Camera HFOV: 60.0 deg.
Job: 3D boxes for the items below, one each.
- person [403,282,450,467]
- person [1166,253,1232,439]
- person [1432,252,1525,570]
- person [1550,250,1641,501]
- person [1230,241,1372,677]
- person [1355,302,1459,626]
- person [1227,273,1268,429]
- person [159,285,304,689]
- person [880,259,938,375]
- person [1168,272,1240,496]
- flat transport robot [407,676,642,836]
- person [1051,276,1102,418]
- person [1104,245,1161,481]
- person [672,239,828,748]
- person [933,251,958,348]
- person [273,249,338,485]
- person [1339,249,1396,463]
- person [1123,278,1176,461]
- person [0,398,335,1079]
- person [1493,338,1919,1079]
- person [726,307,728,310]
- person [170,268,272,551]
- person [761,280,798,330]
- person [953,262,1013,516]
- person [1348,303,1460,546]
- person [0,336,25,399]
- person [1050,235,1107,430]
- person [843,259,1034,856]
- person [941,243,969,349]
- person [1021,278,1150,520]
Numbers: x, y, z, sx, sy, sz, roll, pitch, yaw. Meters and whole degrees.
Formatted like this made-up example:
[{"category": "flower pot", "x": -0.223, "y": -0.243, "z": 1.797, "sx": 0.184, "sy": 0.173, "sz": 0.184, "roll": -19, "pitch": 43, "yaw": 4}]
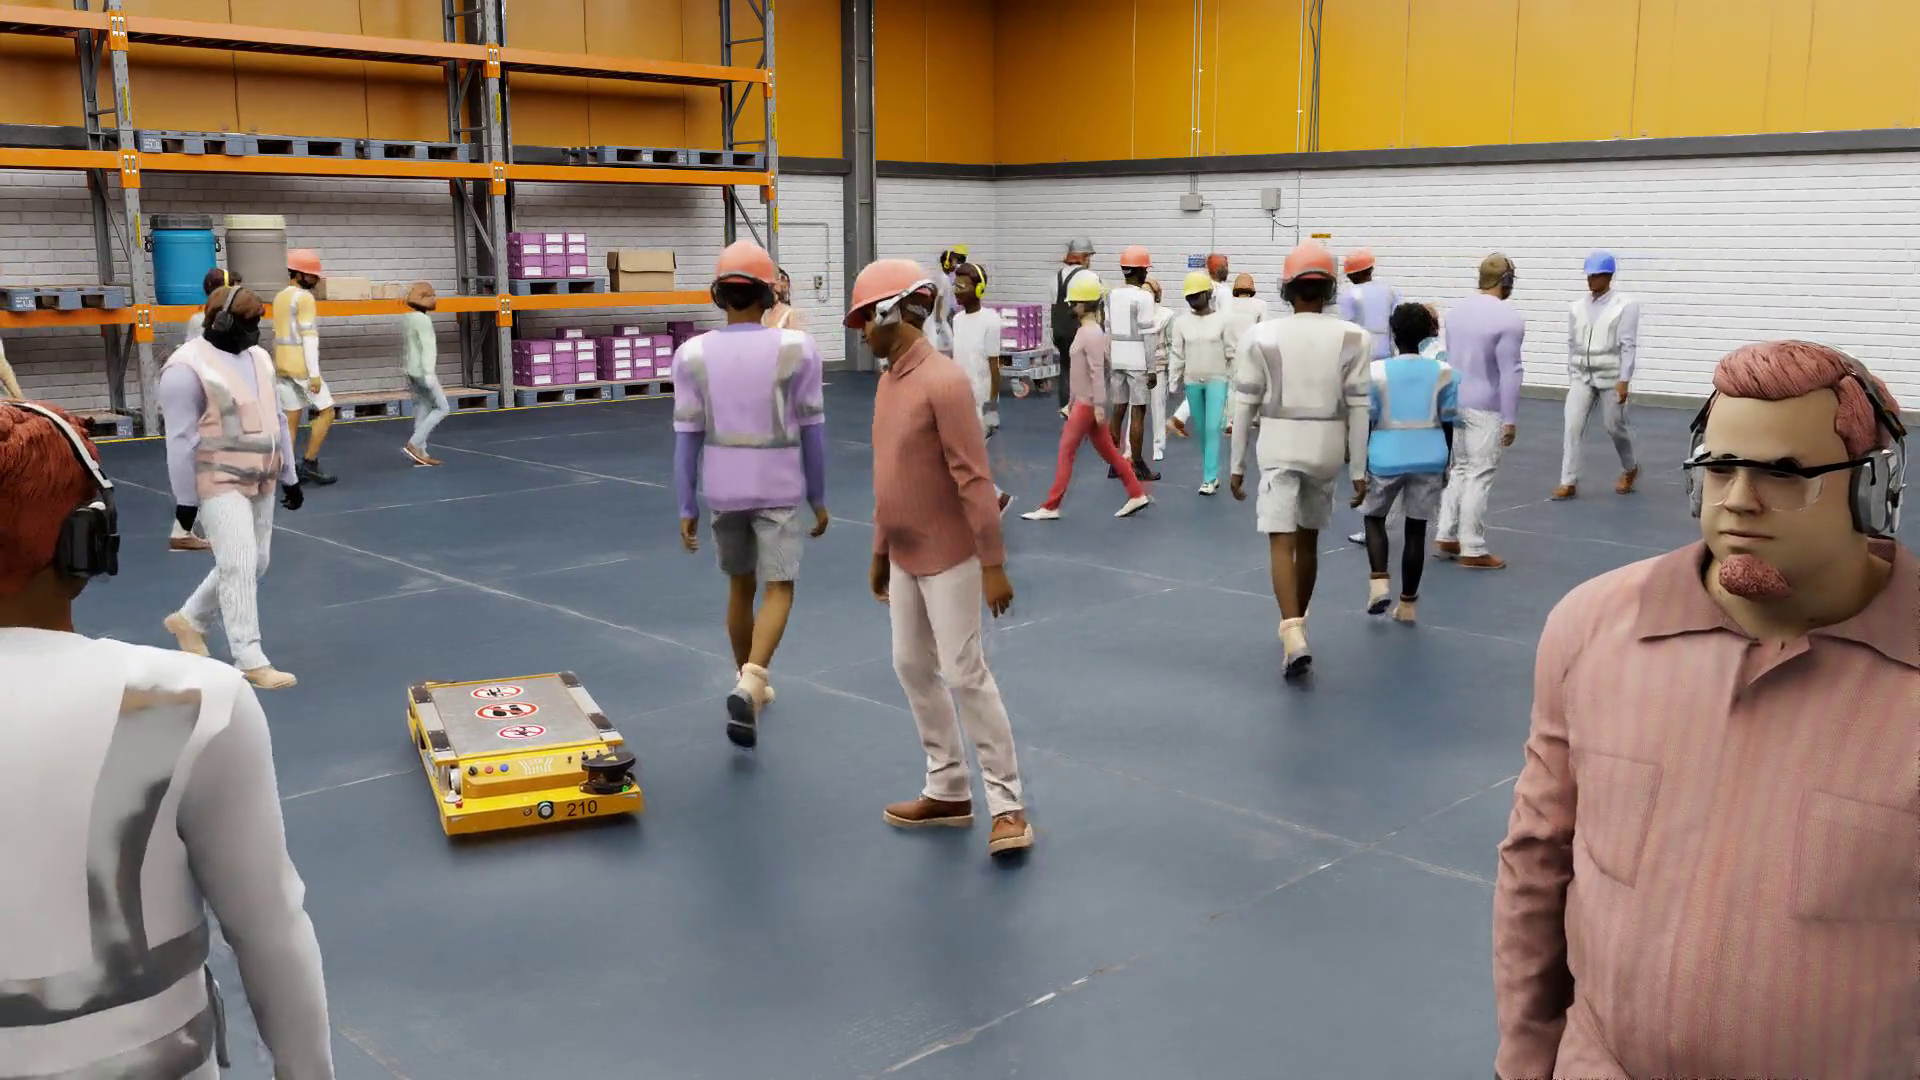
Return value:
[{"category": "person", "x": -4.654, "y": -1.435, "z": 14.507, "sx": 0.347, "sy": 1.616, "sz": 0.522, "roll": -6, "pitch": 12, "yaw": -29}, {"category": "person", "x": 2.454, "y": -1.923, "z": 16.545, "sx": 0.917, "sy": 1.853, "sz": 0.580, "roll": -4, "pitch": 11, "yaw": -22}, {"category": "person", "x": 3.177, "y": -0.781, "z": 10.156, "sx": 0.432, "sy": 1.921, "sz": 0.637, "roll": -5, "pitch": 11, "yaw": -23}, {"category": "person", "x": 4.962, "y": -1.267, "z": 12.803, "sx": 0.920, "sy": 1.917, "sz": 0.600, "roll": -9, "pitch": 14, "yaw": -40}, {"category": "person", "x": 1.589, "y": -0.383, "z": 7.757, "sx": 0.624, "sy": 2.009, "sz": 0.993, "roll": 0, "pitch": 10, "yaw": 3}, {"category": "person", "x": 2.314, "y": -0.392, "z": 8.647, "sx": 0.538, "sy": 1.679, "sz": 0.373, "roll": 1, "pitch": 10, "yaw": 6}, {"category": "person", "x": 2.969, "y": -1.979, "z": 17.448, "sx": 0.498, "sy": 1.633, "sz": 0.283, "roll": 1, "pitch": 10, "yaw": 5}, {"category": "person", "x": -3.373, "y": -0.248, "z": 7.554, "sx": 0.736, "sy": 1.815, "sz": 0.643, "roll": 2, "pitch": 11, "yaw": 11}, {"category": "person", "x": -0.510, "y": -1.726, "z": 15.604, "sx": 0.596, "sy": 1.809, "sz": 0.817, "roll": 7, "pitch": 13, "yaw": 35}, {"category": "person", "x": 1.868, "y": -1.199, "z": 12.916, "sx": 0.544, "sy": 1.720, "sz": 0.832, "roll": 5, "pitch": 12, "yaw": 26}, {"category": "flat transport robot", "x": -1.680, "y": 0.754, "z": 6.261, "sx": 0.652, "sy": 0.197, "sz": 1.431, "roll": -4, "pitch": 11, "yaw": -23}, {"category": "person", "x": 1.295, "y": -2.300, "z": 18.420, "sx": 0.594, "sy": 1.919, "sz": 0.388, "roll": 4, "pitch": 11, "yaw": 21}, {"category": "person", "x": 1.430, "y": -1.453, "z": 13.748, "sx": 0.356, "sy": 1.938, "sz": 0.545, "roll": -8, "pitch": 13, "yaw": -38}, {"category": "person", "x": -0.854, "y": -0.187, "z": 6.665, "sx": 0.604, "sy": 2.019, "sz": 0.921, "roll": 2, "pitch": 11, "yaw": 9}, {"category": "person", "x": -0.224, "y": -2.984, "z": 22.466, "sx": 0.988, "sy": 1.801, "sz": 0.654, "roll": -1, "pitch": 10, "yaw": -8}, {"category": "person", "x": -5.253, "y": -1.365, "z": 13.336, "sx": 0.656, "sy": 1.911, "sz": 0.465, "roll": 9, "pitch": 13, "yaw": 39}, {"category": "person", "x": 3.598, "y": -1.612, "z": 14.743, "sx": 0.595, "sy": 1.897, "sz": 0.413, "roll": -3, "pitch": 11, "yaw": -16}, {"category": "person", "x": 1.698, "y": -1.536, "z": 15.008, "sx": 0.515, "sy": 1.641, "sz": 0.314, "roll": 4, "pitch": 11, "yaw": 23}, {"category": "person", "x": -1.128, "y": 0.736, "z": 2.115, "sx": 0.602, "sy": 1.834, "sz": 1.008, "roll": -1, "pitch": 10, "yaw": -7}, {"category": "person", "x": 0.951, "y": 0.709, "z": 2.047, "sx": 0.650, "sy": 1.906, "sz": 0.401, "roll": 9, "pitch": 14, "yaw": 40}, {"category": "person", "x": -1.501, "y": -0.970, "z": 11.645, "sx": 0.294, "sy": 1.744, "sz": 0.486, "roll": 0, "pitch": 10, "yaw": -1}, {"category": "person", "x": -4.870, "y": -0.846, "z": 10.809, "sx": 0.687, "sy": 1.813, "sz": 0.557, "roll": -8, "pitch": 13, "yaw": -38}, {"category": "person", "x": -1.714, "y": -1.742, "z": 16.266, "sx": 0.529, "sy": 1.599, "sz": 0.856, "roll": 8, "pitch": 13, "yaw": 39}, {"category": "person", "x": 0.147, "y": -0.884, "z": 10.898, "sx": 0.493, "sy": 1.857, "sz": 0.522, "roll": -8, "pitch": 13, "yaw": -37}, {"category": "person", "x": 2.983, "y": -0.739, "z": 10.808, "sx": 0.888, "sy": 1.589, "sz": 0.515, "roll": -5, "pitch": 12, "yaw": -26}, {"category": "person", "x": -6.366, "y": -0.870, "z": 10.938, "sx": 0.916, "sy": 1.792, "sz": 0.554, "roll": -1, "pitch": 10, "yaw": -6}, {"category": "person", "x": 1.253, "y": -2.142, "z": 17.224, "sx": 0.539, "sy": 2.000, "sz": 0.696, "roll": -7, "pitch": 12, "yaw": -32}, {"category": "person", "x": -0.064, "y": 0.056, "z": 5.511, "sx": 0.506, "sy": 1.945, "sz": 0.761, "roll": -5, "pitch": 12, "yaw": -27}, {"category": "person", "x": -0.039, "y": -3.538, "z": 25.205, "sx": 0.597, "sy": 1.905, "sz": 0.644, "roll": 4, "pitch": 11, "yaw": 22}, {"category": "person", "x": 0.933, "y": -0.993, "z": 11.834, "sx": 0.924, "sy": 1.725, "sz": 0.533, "roll": 0, "pitch": 10, "yaw": -1}]
